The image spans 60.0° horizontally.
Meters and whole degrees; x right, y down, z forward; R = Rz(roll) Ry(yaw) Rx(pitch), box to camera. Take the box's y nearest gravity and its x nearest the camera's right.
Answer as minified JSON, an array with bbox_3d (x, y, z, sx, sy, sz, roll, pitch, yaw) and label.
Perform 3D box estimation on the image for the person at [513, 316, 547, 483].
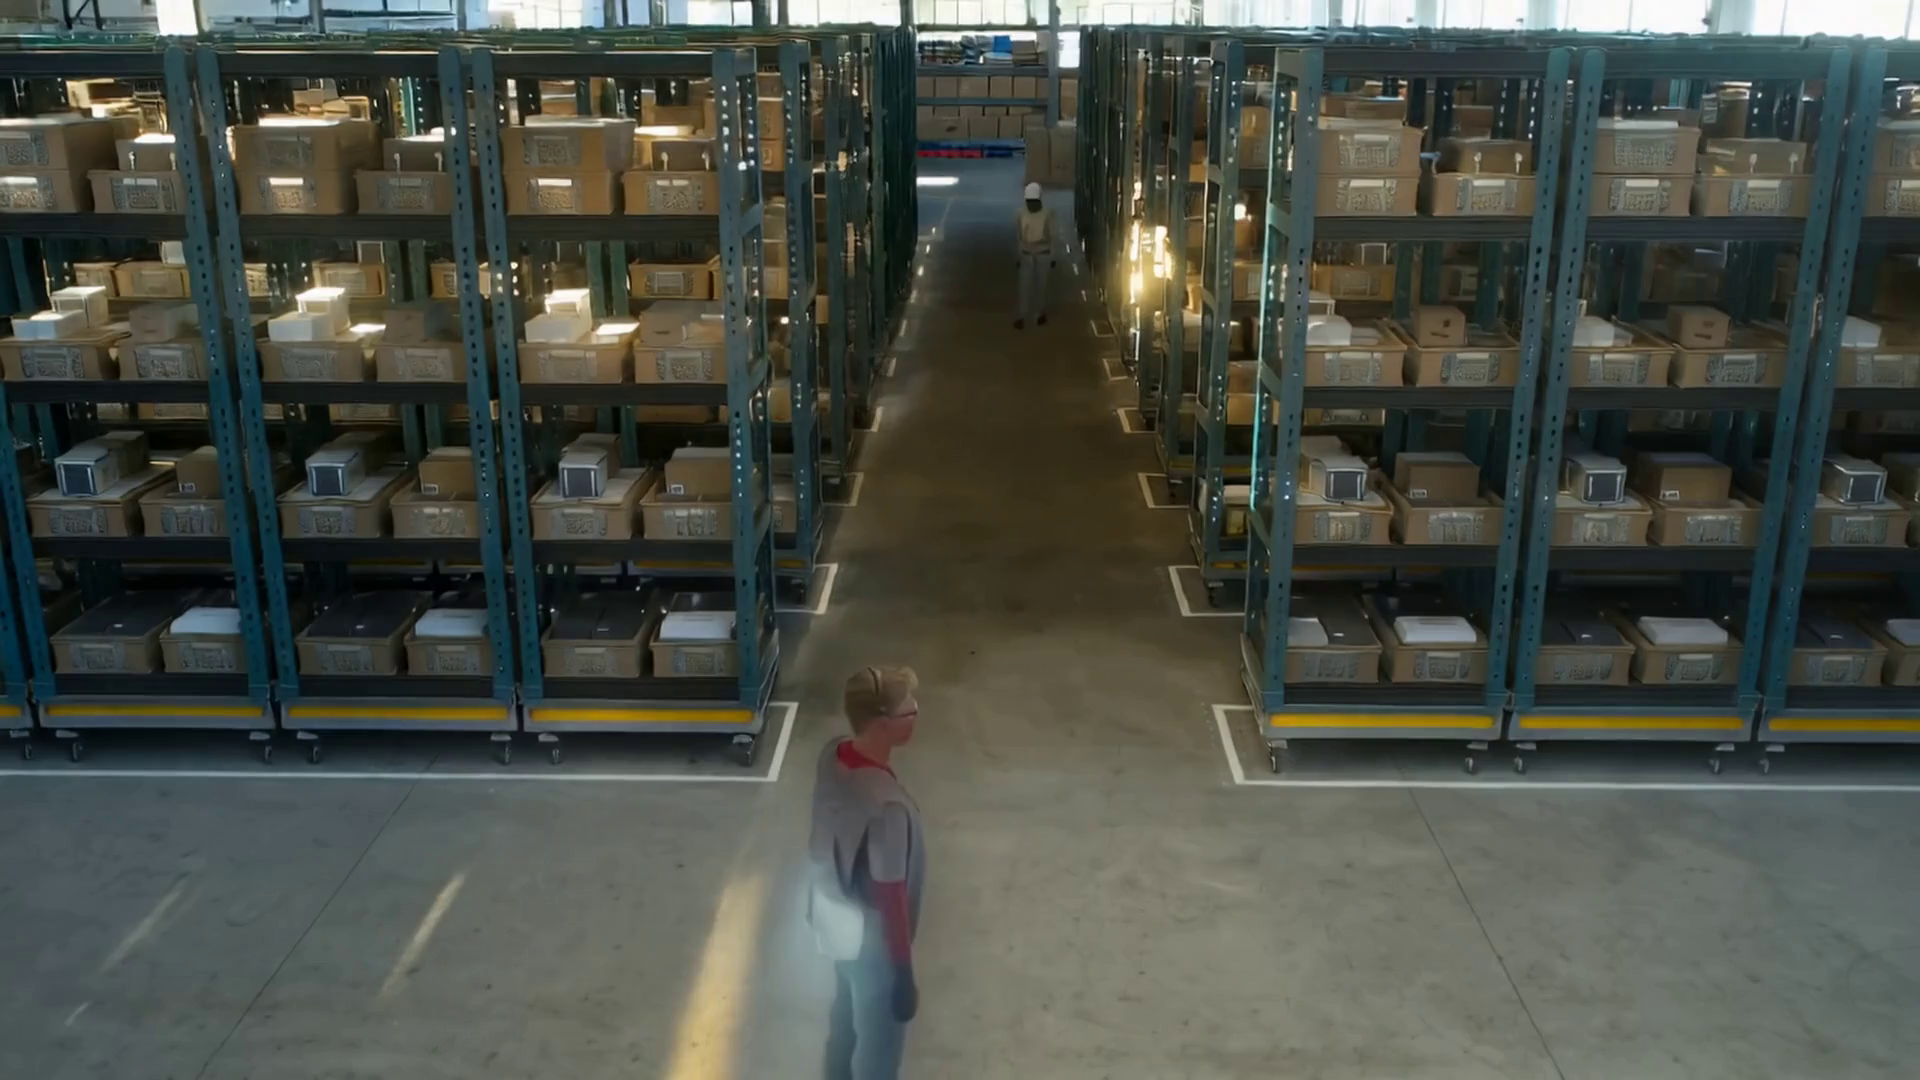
[{"bbox_3d":[-3.081,-0.935,12.091,0.429,1.981,0.657,-2,18,-8],"label":"person"}]

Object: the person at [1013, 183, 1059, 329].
[{"bbox_3d":[0.930,-3.517,20.637,0.602,1.780,0.906,5,18,17],"label":"person"}]

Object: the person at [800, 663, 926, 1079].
[{"bbox_3d":[-0.297,1.267,5.298,0.387,1.845,0.565,-7,19,-22],"label":"person"}]
